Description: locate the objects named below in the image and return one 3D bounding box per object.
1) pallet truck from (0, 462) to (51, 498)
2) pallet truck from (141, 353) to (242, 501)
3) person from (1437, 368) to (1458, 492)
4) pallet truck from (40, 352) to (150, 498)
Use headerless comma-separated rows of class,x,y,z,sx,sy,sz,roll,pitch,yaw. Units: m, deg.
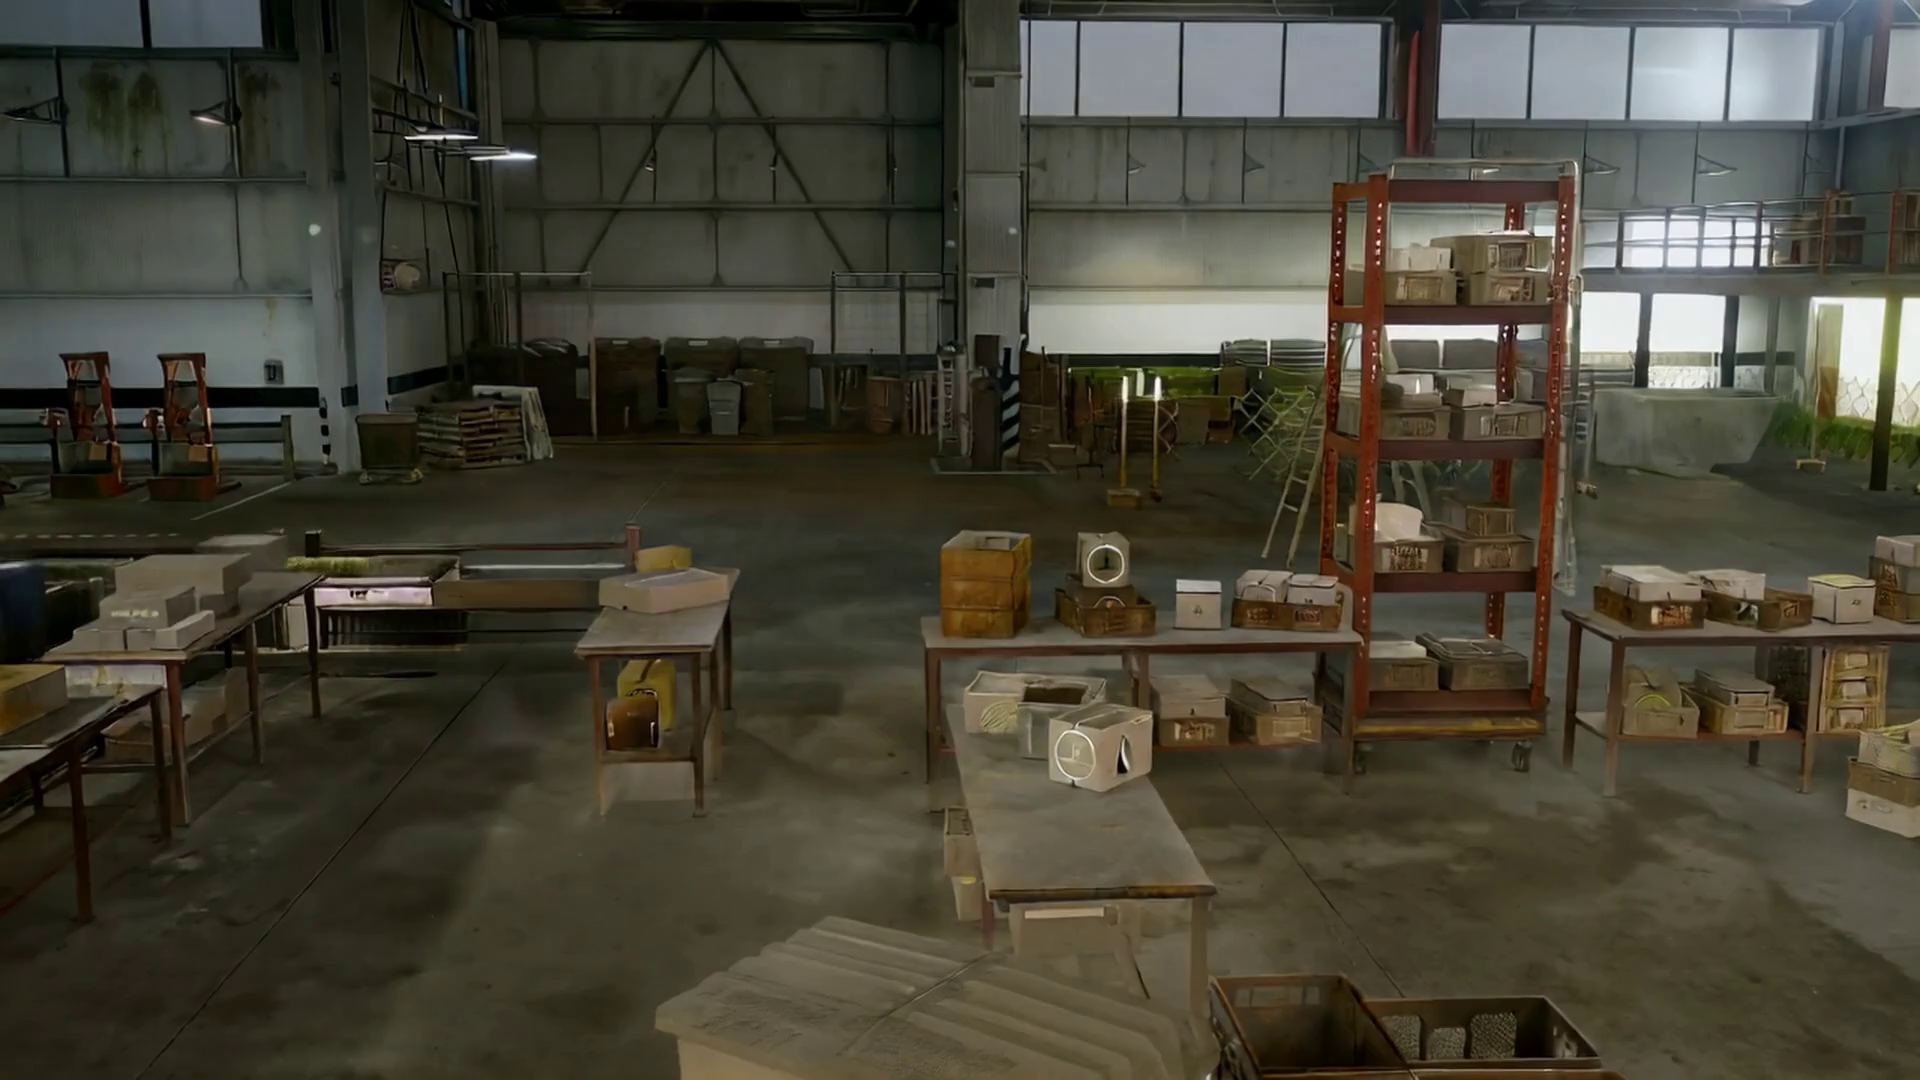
pallet truck,-13.193,-1.293,23.148,0.653,1.274,1.630,-1,9,-4
pallet truck,-10.520,-1.604,22.925,0.823,1.965,1.885,-1,9,-6
person,6.877,-1.549,23.376,0.295,1.743,0.493,3,10,19
pallet truck,-11.907,-1.642,23.165,0.823,1.965,1.885,0,9,0
